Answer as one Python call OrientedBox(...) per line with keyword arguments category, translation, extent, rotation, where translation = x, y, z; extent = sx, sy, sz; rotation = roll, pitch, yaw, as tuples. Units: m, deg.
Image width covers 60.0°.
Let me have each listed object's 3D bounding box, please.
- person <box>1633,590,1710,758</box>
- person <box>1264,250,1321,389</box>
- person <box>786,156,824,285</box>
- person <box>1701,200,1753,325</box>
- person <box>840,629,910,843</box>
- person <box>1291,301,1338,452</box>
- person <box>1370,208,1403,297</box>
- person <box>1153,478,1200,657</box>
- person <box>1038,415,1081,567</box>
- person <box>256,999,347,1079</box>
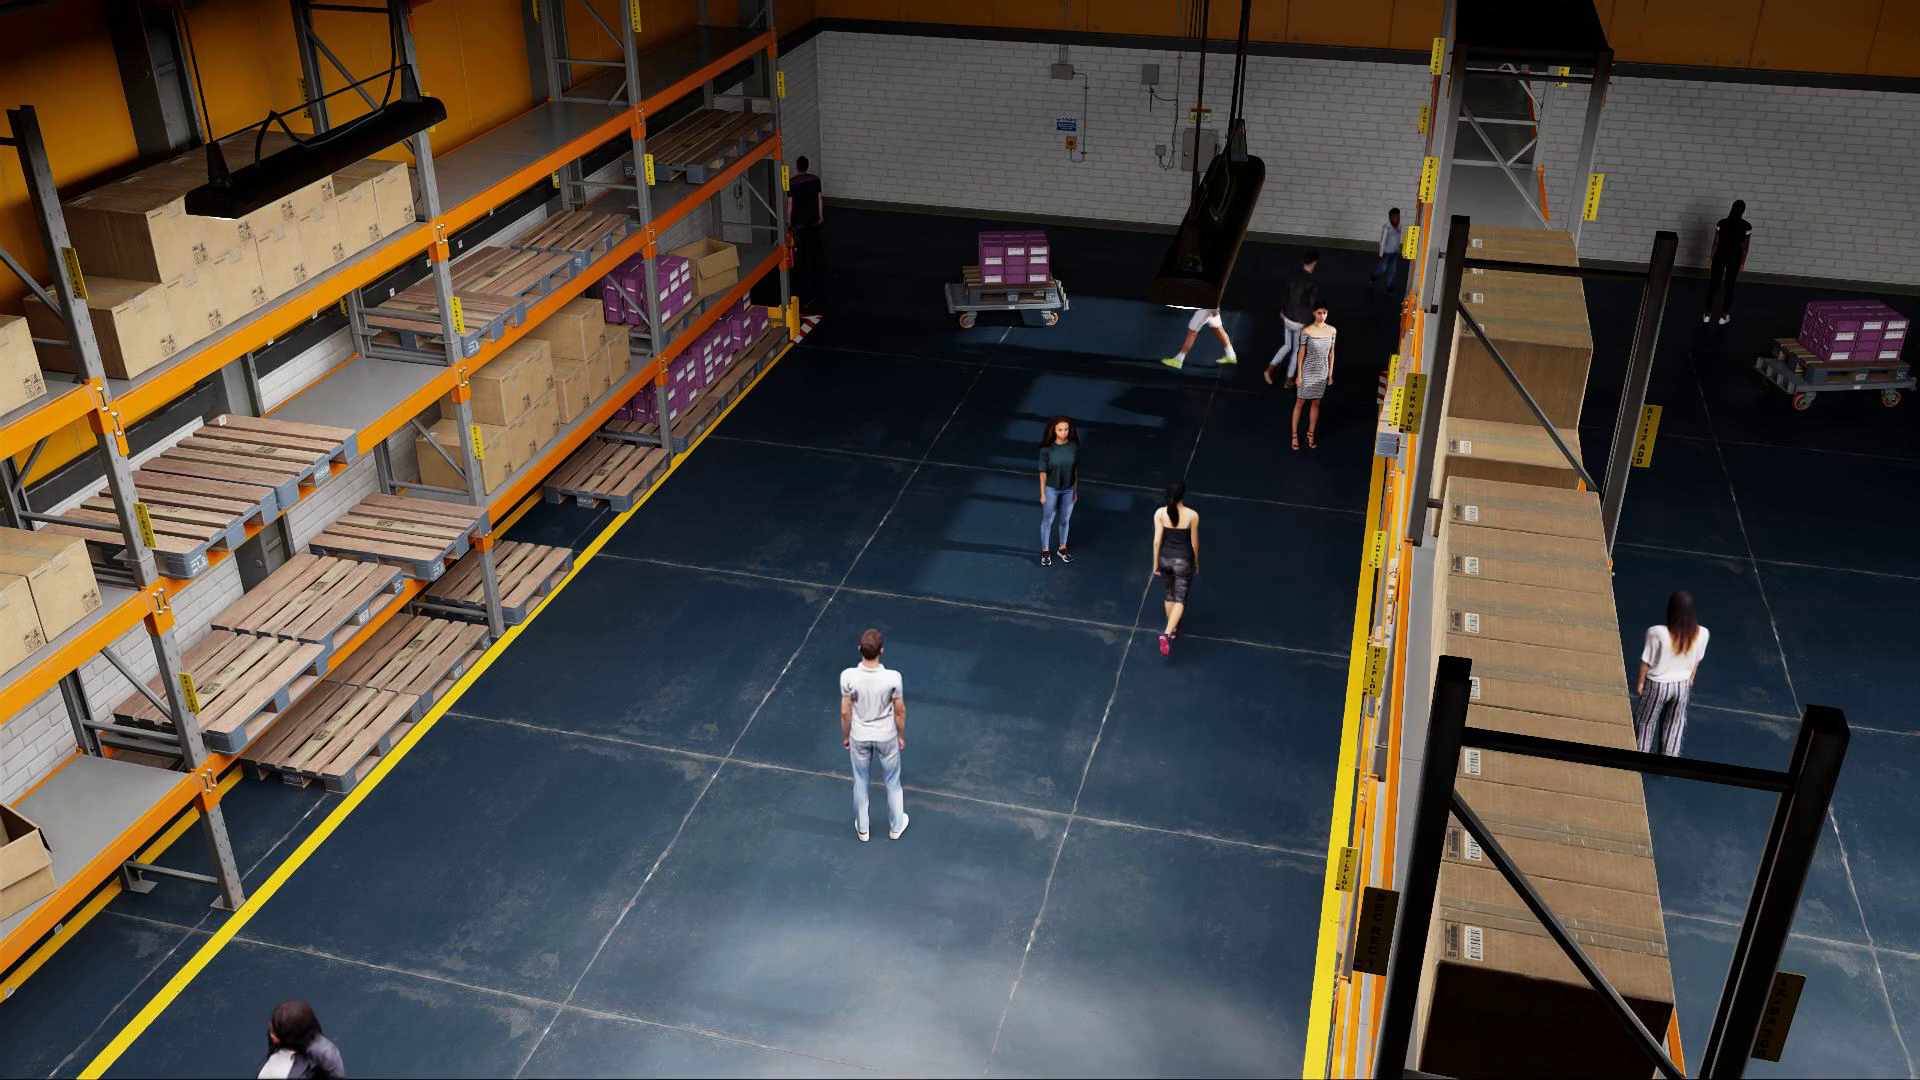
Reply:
OrientedBox(category="person", translation=(5.804, 1.177, 13.663), extent=(0.748, 1.675, 0.732), rotation=(1, 29, 3))
OrientedBox(category="person", translation=(4.118, -2.693, 20.613), extent=(1.016, 1.813, 0.951), rotation=(-20, 34, -32))
OrientedBox(category="person", translation=(-2.259, -4.673, 24.209), extent=(0.805, 1.845, 0.832), rotation=(-12, 31, -21))
OrientedBox(category="person", translation=(10.497, -3.814, 22.756), extent=(0.658, 1.729, 0.646), rotation=(14, 32, 24))
OrientedBox(category="person", translation=(-0.666, 1.521, 12.849), extent=(0.690, 1.850, 0.622), rotation=(1, 29, 2))
OrientedBox(category="person", translation=(4.066, -1.894, 19.138), extent=(0.678, 1.822, 0.670), rotation=(-5, 29, -10))
OrientedBox(category="person", translation=(6.156, -4.177, 23.924), extent=(0.718, 1.248, 0.838), rotation=(-9, 30, -17))
OrientedBox(category="person", translation=(1.969, 0.269, 15.295), extent=(0.638, 1.706, 1.010), rotation=(9, 30, 17))
OrientedBox(category="person", translation=(0.998, -0.521, 16.836), extent=(0.706, 1.617, 0.740), rotation=(-7, 29, -13))
OrientedBox(category="person", translation=(-3.846, 3.329, 9.795), extent=(0.723, 1.601, 0.715), rotation=(14, 31, 23))
